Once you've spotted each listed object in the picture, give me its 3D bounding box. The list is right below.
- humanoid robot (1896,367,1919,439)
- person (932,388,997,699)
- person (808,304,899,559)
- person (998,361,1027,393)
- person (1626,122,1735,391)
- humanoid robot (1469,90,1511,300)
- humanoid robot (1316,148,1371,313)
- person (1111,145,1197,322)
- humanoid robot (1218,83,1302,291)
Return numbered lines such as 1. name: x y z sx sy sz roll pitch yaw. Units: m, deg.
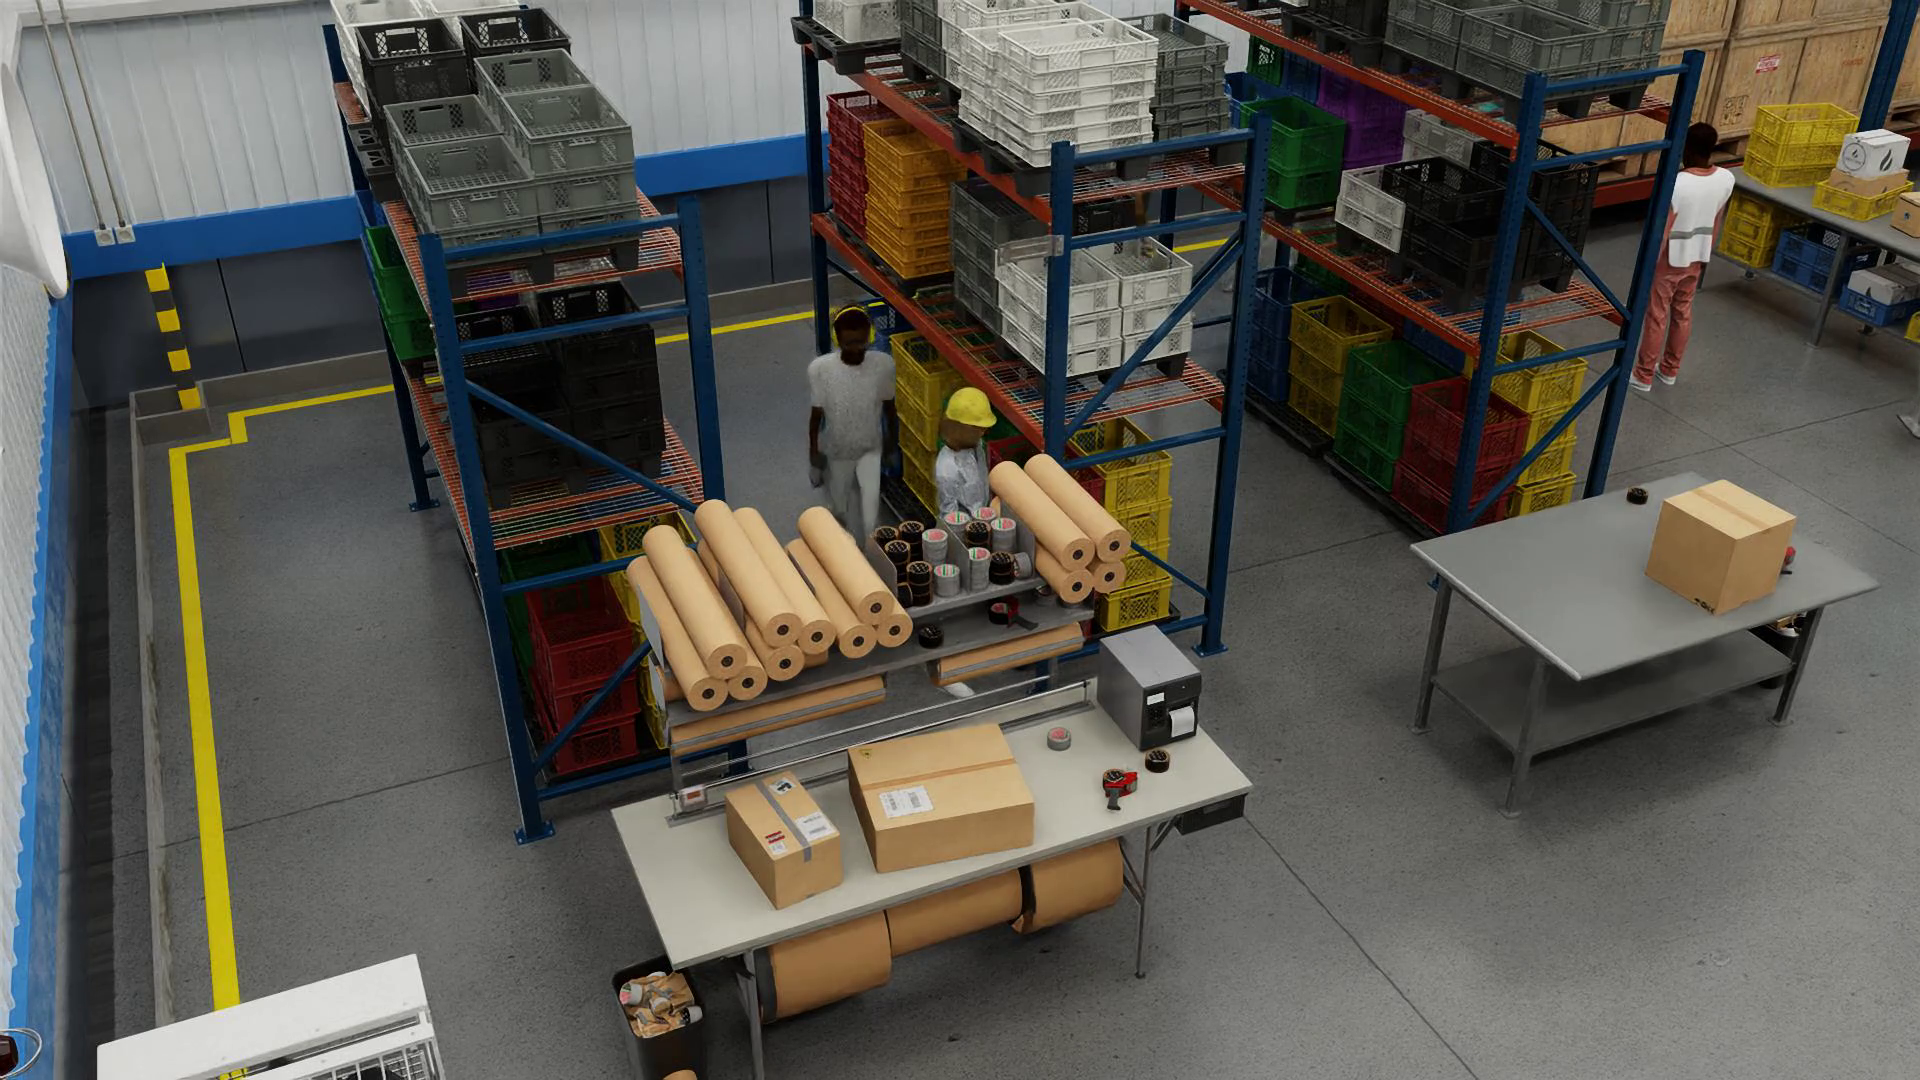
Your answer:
1. humanoid robot: 6.431 -1.280 10.692 0.544 1.760 1.039 -7 32 -11
2. person: 0.027 0.002 8.560 0.322 1.740 0.492 10 33 16
3. person: -0.604 -0.523 9.326 0.525 1.838 0.827 -3 32 -5
4. person: 0.095 -1.884 11.525 0.817 1.844 0.514 21 37 30
5. person: 4.988 -1.949 11.566 0.592 1.917 0.393 -13 34 -20
6. humanoid robot: 4.189 -2.542 12.785 0.540 1.872 0.737 -18 36 -26
7. humanoid robot: 3.019 -2.401 12.555 0.593 1.639 0.586 13 34 20
8. person: 1.312 -2.354 12.337 0.956 1.791 0.511 3 32 4
9. humanoid robot: 2.454 -2.862 13.238 0.909 1.769 0.597 -16 35 -24
